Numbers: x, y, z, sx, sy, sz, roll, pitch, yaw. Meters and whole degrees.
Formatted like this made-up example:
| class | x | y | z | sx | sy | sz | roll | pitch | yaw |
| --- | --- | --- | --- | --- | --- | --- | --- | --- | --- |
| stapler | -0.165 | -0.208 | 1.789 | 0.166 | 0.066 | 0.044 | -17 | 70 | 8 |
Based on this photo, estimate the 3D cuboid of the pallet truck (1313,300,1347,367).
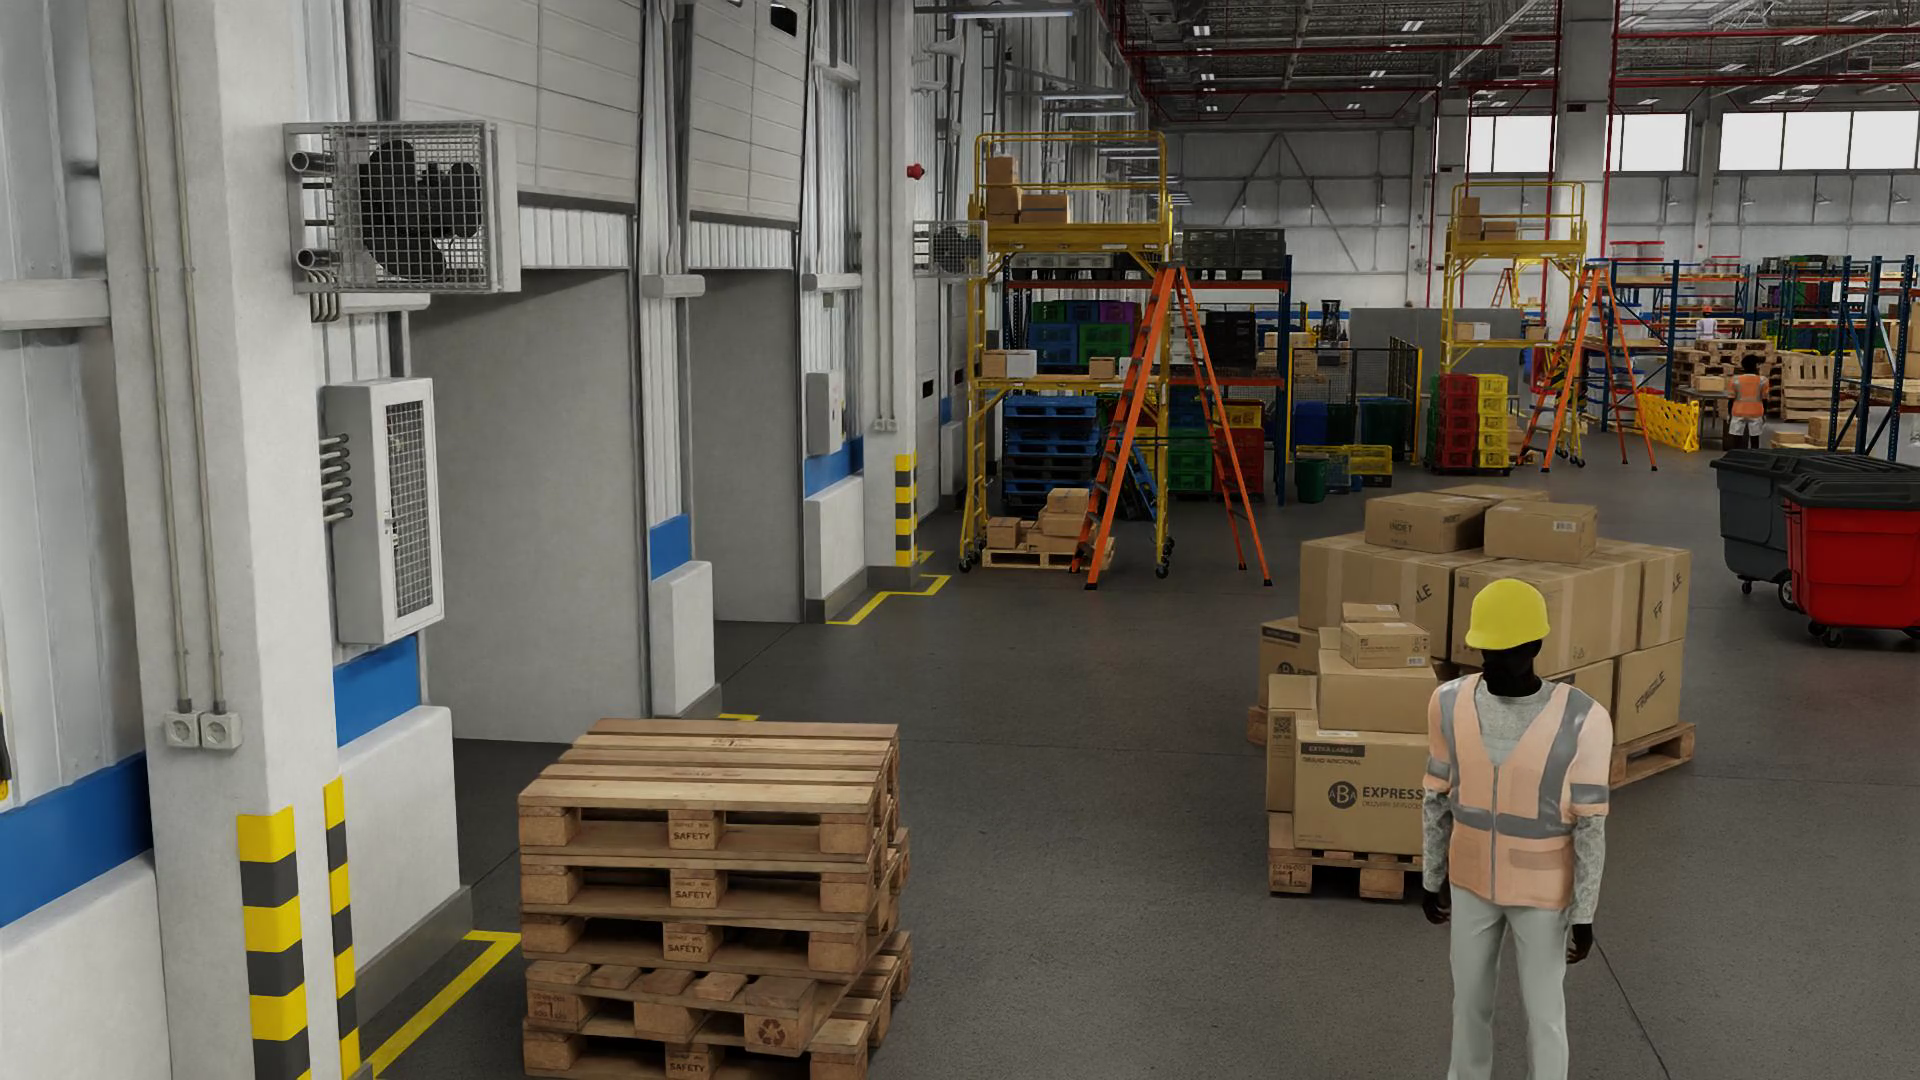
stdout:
| class | x | y | z | sx | sy | sz | roll | pitch | yaw |
| --- | --- | --- | --- | --- | --- | --- | --- | --- | --- |
| pallet truck | 11.159 | -6.200 | 49.718 | 0.823 | 1.965 | 1.885 | 4 | 10 | 26 |

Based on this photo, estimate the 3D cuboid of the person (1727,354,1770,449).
| class | x | y | z | sx | sy | sz | roll | pitch | yaw |
| --- | --- | --- | --- | --- | --- | --- | --- | --- | --- |
| person | 10.890 | -1.719 | 23.011 | 0.529 | 1.694 | 0.321 | 4 | 10 | 21 |

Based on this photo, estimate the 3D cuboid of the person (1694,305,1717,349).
| class | x | y | z | sx | sy | sz | roll | pitch | yaw |
| --- | --- | --- | --- | --- | --- | --- | --- | --- | --- |
| person | 19.384 | -5.125 | 43.274 | 0.552 | 1.937 | 0.356 | -1 | 9 | -3 |

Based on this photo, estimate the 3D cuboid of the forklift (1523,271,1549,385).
| class | x | y | z | sx | sy | sz | roll | pitch | yaw |
| --- | --- | --- | --- | --- | --- | --- | --- | --- | --- |
| forklift | 14.669 | -5.121 | 40.350 | 1.129 | 2.768 | 1.873 | -2 | 9 | -13 |

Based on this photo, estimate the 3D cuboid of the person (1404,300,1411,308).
| class | x | y | z | sx | sy | sz | roll | pitch | yaw |
| --- | --- | --- | --- | --- | --- | --- | --- | --- | --- |
| person | 14.131 | -6.636 | 52.681 | 0.632 | 1.905 | 0.465 | 4 | 10 | 21 |

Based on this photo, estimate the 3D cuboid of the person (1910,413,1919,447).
| class | x | y | z | sx | sy | sz | roll | pitch | yaw |
| --- | --- | --- | --- | --- | --- | --- | --- | --- | --- |
| person | 15.635 | -2.357 | 26.842 | 0.334 | 1.737 | 0.486 | 9 | 13 | 43 |

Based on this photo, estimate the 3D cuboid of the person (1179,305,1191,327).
| class | x | y | z | sx | sy | sz | roll | pitch | yaw |
| --- | --- | --- | --- | --- | --- | --- | --- | --- | --- |
| person | 6.118 | -5.362 | 44.771 | 0.544 | 1.930 | 0.389 | -7 | 11 | -35 |

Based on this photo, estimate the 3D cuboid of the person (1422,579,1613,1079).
| class | x | y | z | sx | sy | sz | roll | pitch | yaw |
| --- | --- | --- | --- | --- | --- | --- | --- | --- | --- |
| person | 1.697 | 1.062 | 5.181 | 0.586 | 1.918 | 0.398 | 8 | 12 | 39 |
